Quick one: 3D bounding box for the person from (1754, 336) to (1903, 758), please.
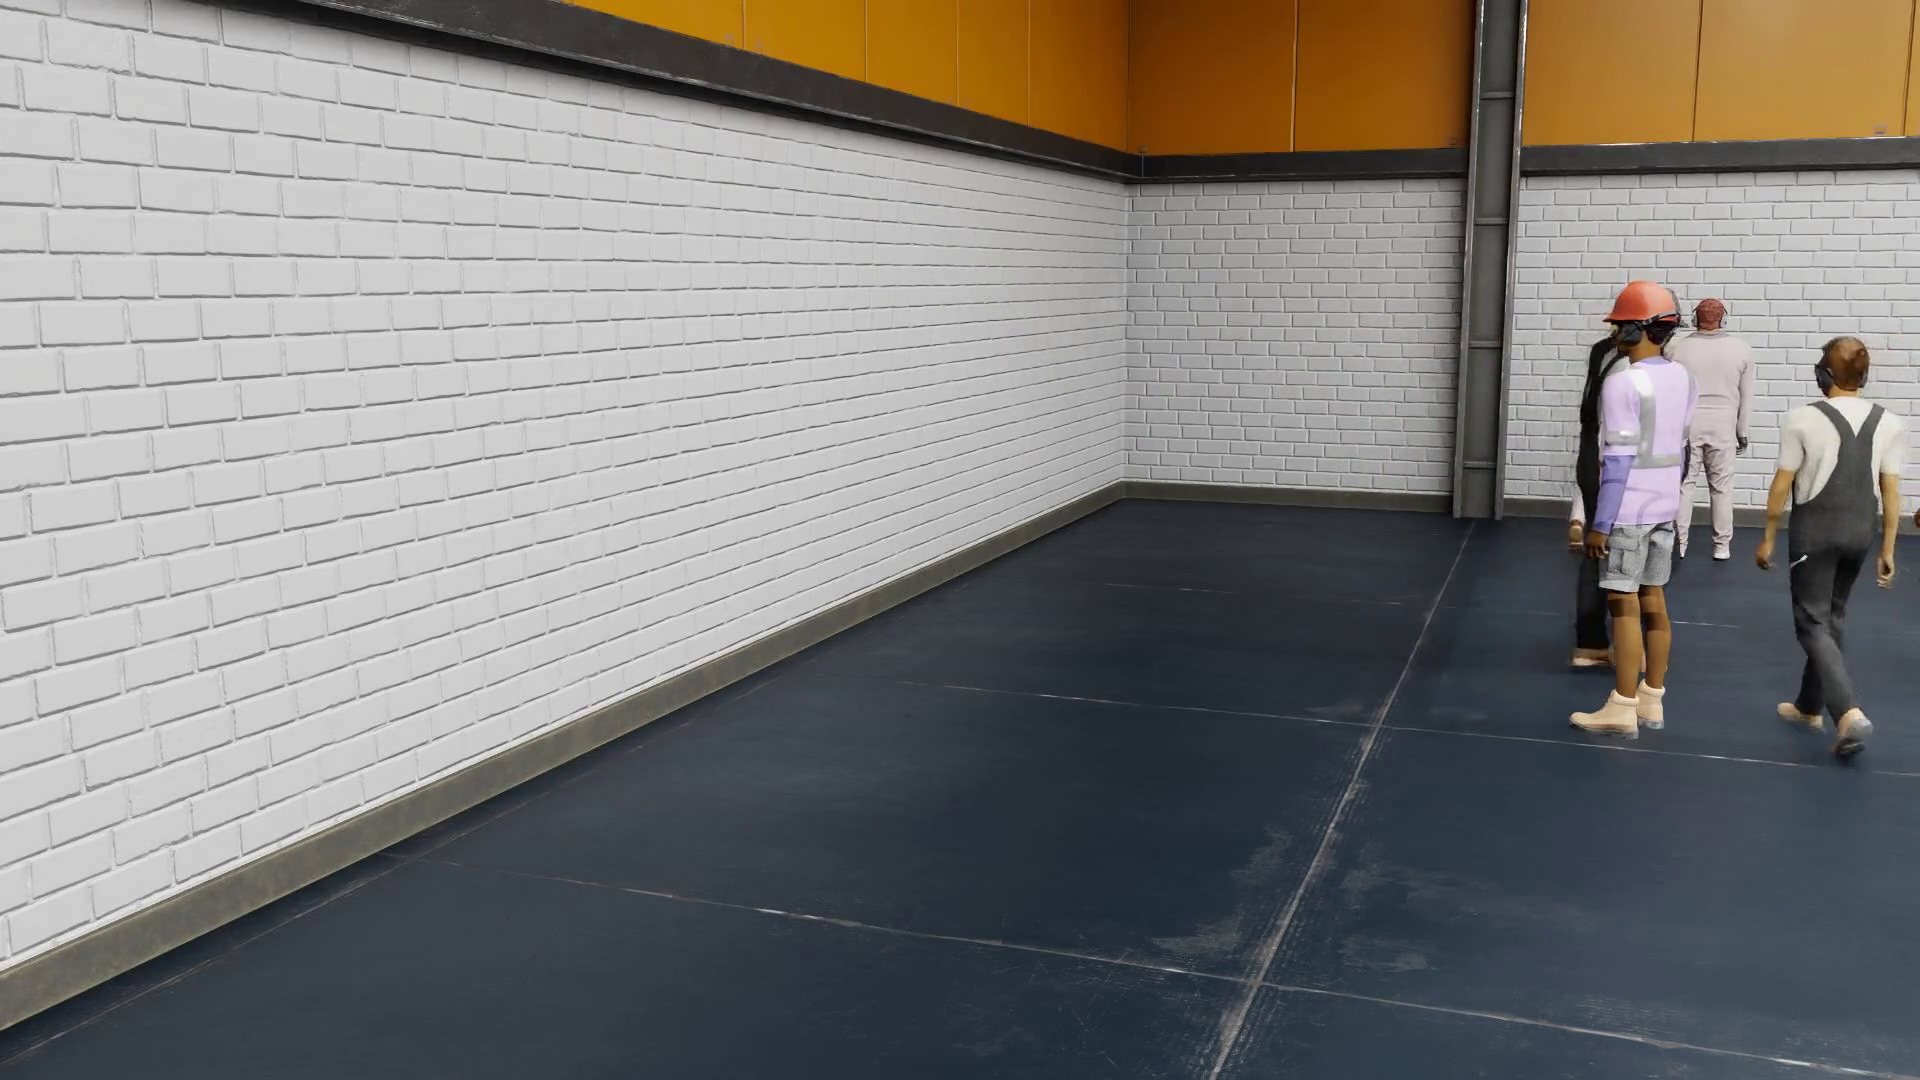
[{"bbox_3d":[3.840,0.021,7.267,0.512,1.818,0.856,0,9,-2],"label":"person"}]

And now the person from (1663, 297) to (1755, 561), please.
[{"bbox_3d":[5.393,-0.797,12.075,0.638,1.911,0.406,2,9,15],"label":"person"}]

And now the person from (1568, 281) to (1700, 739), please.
[{"bbox_3d":[3.015,-0.130,7.470,0.604,2.044,0.375,-7,12,-38],"label":"person"}]

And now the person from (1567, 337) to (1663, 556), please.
[{"bbox_3d":[4.848,-0.853,12.277,0.960,1.959,0.649,-7,12,-39],"label":"person"}]

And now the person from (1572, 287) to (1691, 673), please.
[{"bbox_3d":[3.516,-0.322,8.681,0.561,2.000,0.695,0,9,1],"label":"person"}]

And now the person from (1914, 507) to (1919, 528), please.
[{"bbox_3d":[5.175,-0.215,8.419,0.633,1.901,0.910,-3,10,-19],"label":"person"}]
